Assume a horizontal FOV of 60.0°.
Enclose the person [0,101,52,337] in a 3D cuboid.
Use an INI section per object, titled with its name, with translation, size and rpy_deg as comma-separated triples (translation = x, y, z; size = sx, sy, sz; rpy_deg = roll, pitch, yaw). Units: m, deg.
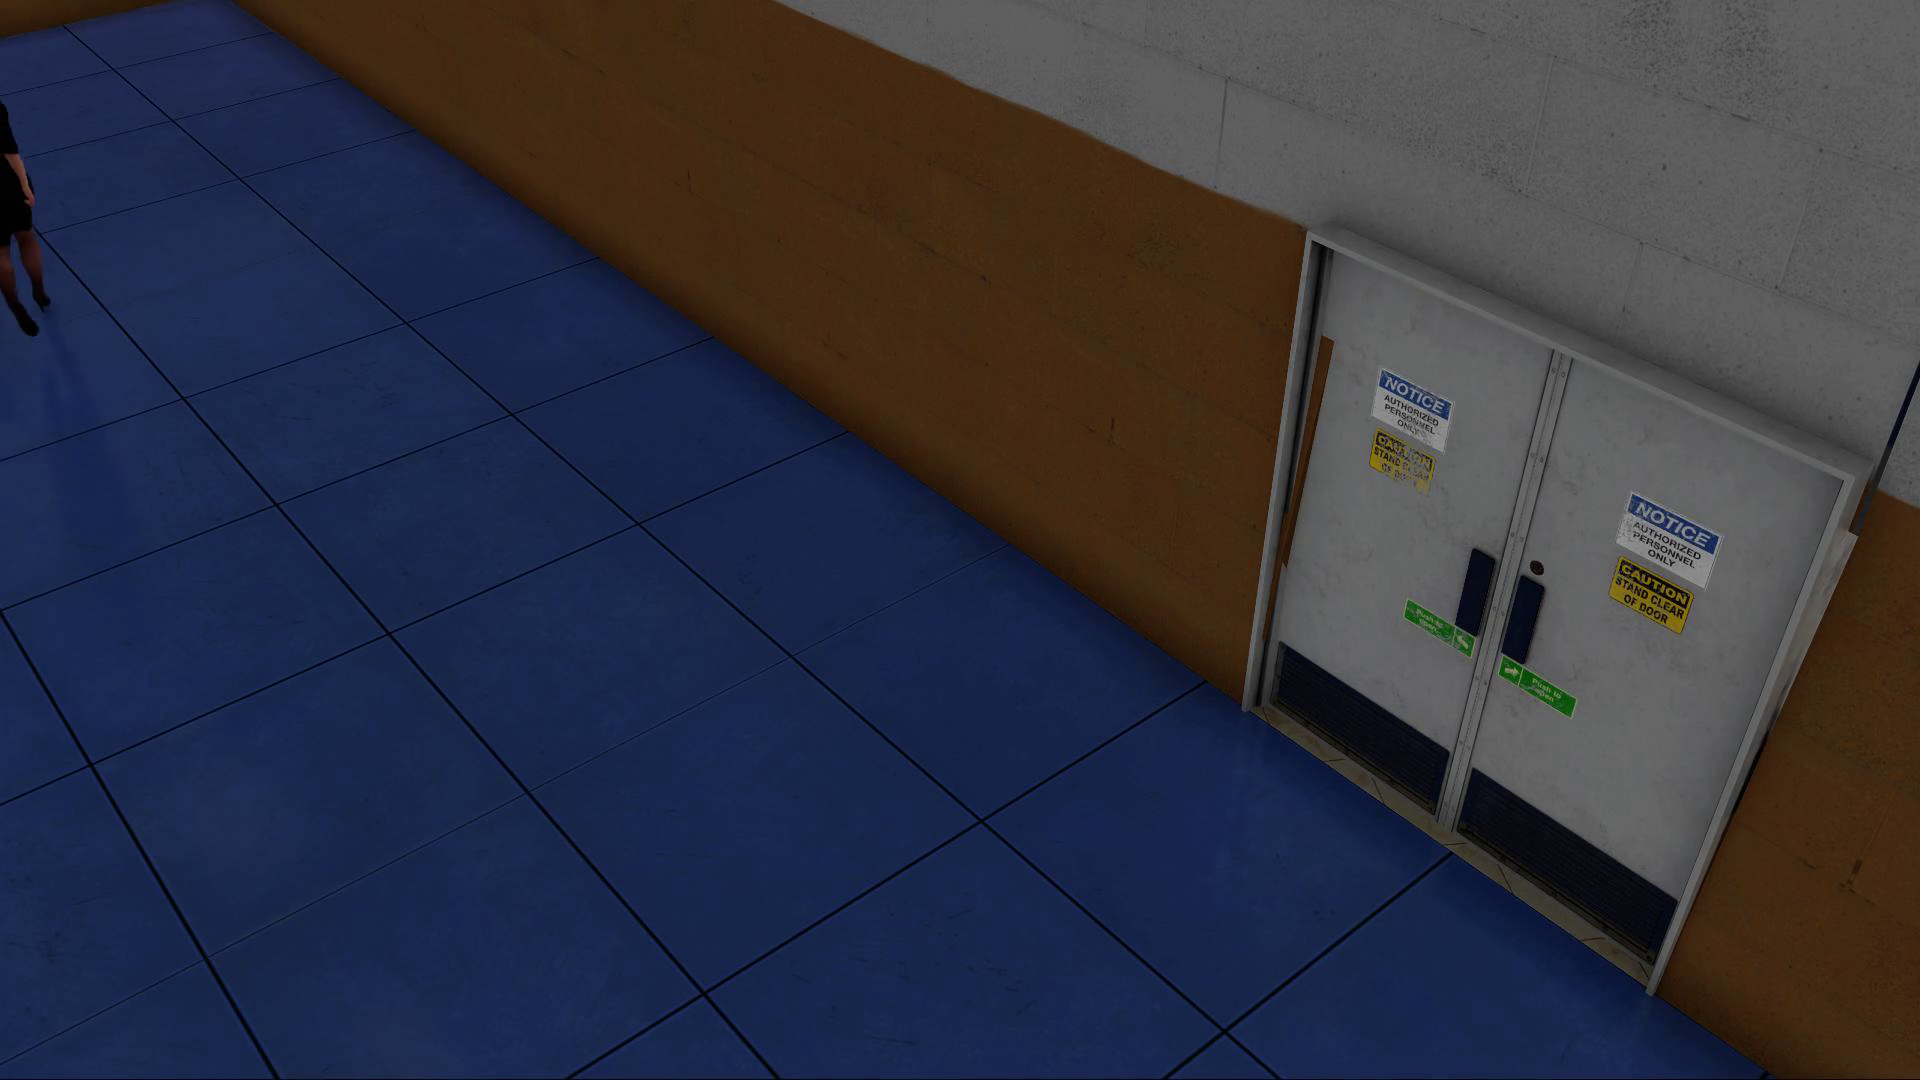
[person]
translation = -5.479, -1.931, 9.430
size = 1.003, 1.683, 0.829
rpy_deg = -15, 39, -19
